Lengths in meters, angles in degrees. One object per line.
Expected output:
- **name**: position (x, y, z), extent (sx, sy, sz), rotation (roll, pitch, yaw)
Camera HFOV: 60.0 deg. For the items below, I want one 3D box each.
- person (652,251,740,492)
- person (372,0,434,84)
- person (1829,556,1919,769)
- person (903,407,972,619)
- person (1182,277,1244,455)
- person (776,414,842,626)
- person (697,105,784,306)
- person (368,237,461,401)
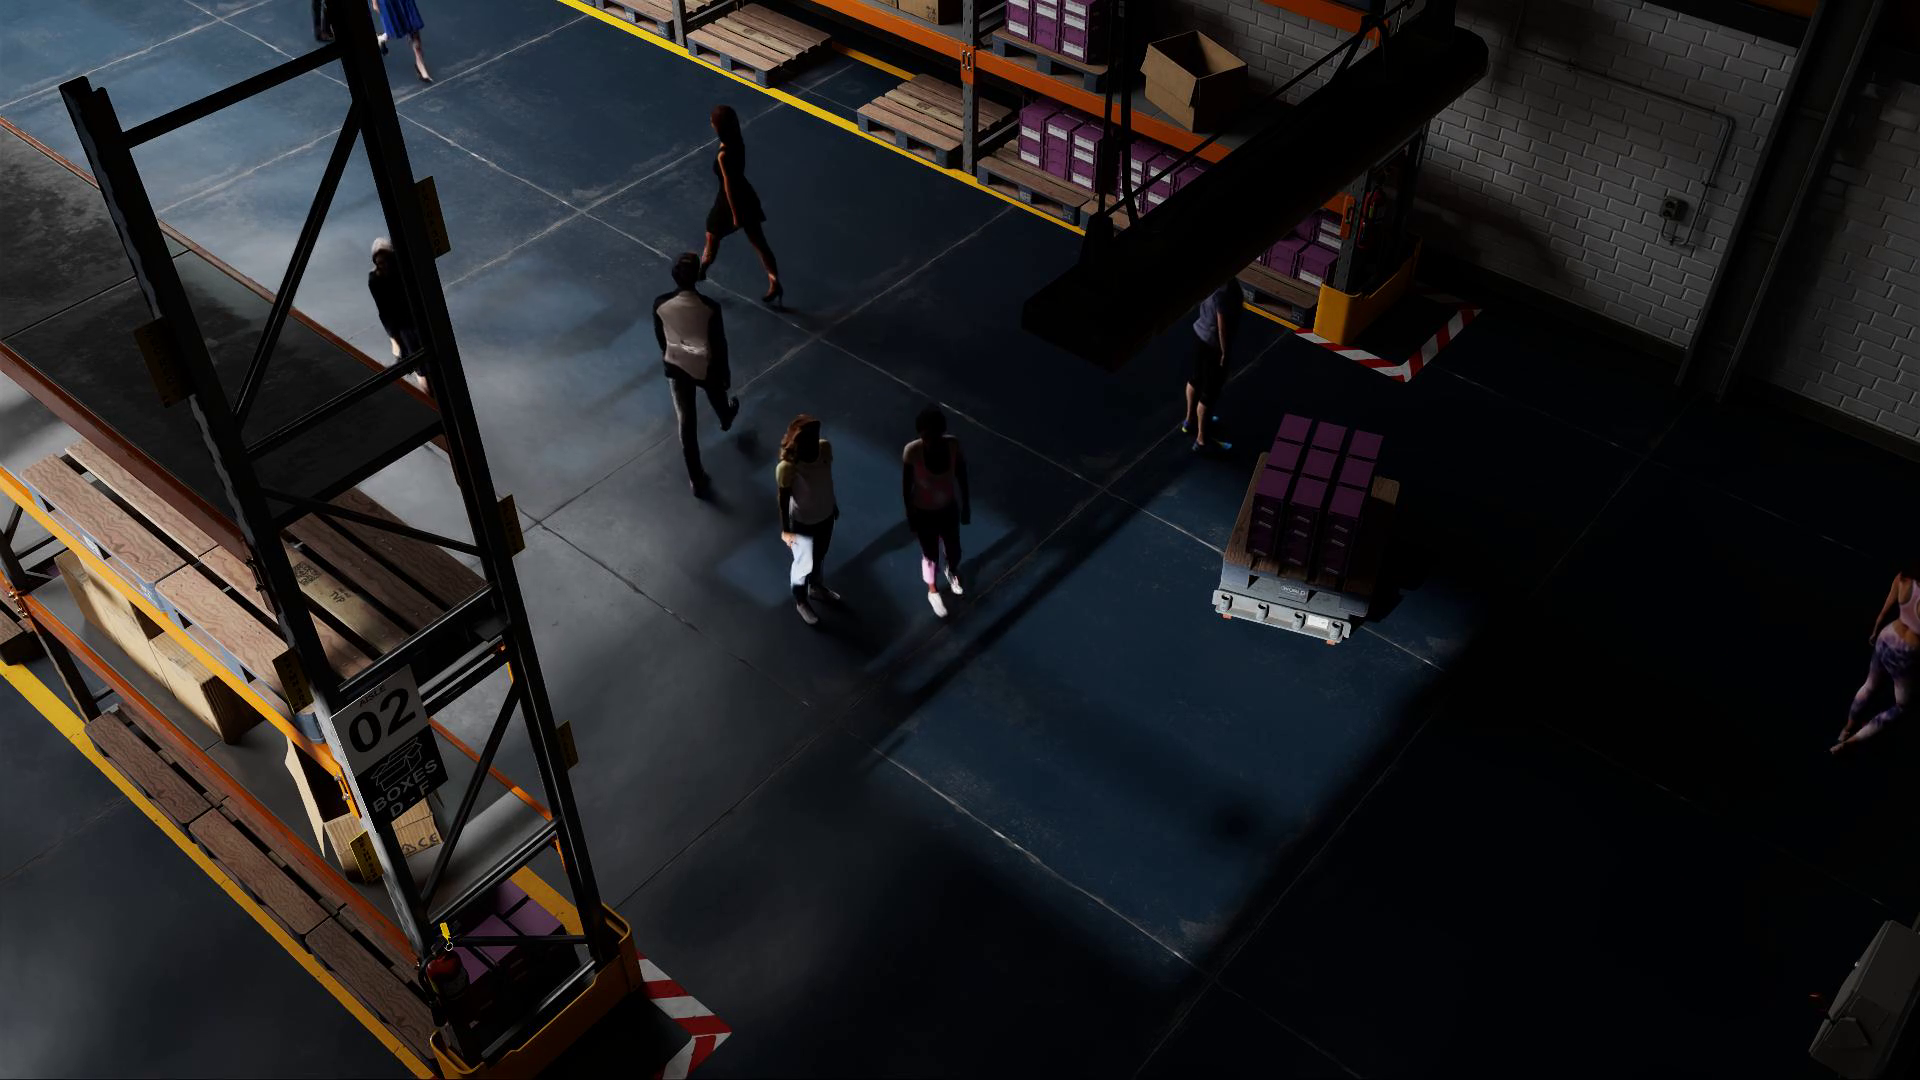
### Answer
- **person**: position (-1.969, -1.173, 12.131), extent (1.220, 1.841, 1.221), rotation (1, 44, 1)
- **person**: position (-5.722, -5.452, 16.651), extent (0.939, 1.801, 0.665), rotation (25, 49, 24)
- **person**: position (5.714, 0.735, 10.185), extent (0.882, 1.762, 0.857), rotation (-16, 46, -16)
- **person**: position (-0.206, -0.243, 11.242), extent (0.743, 1.720, 0.794), rotation (-16, 46, -16)
- **person**: position (1.892, -1.485, 12.423), extent (0.811, 1.889, 0.731), rotation (-7, 44, -8)
- **person**: position (-1.019, -0.170, 11.164), extent (0.532, 1.721, 0.625), rotation (30, 51, 28)
- **person**: position (-1.749, -2.718, 13.789), extent (1.227, 1.790, 0.895), rotation (11, 45, 12)
- **person**: position (-4.206, -1.600, 12.658), extent (0.717, 1.731, 0.839), rotation (-30, 51, -28)
